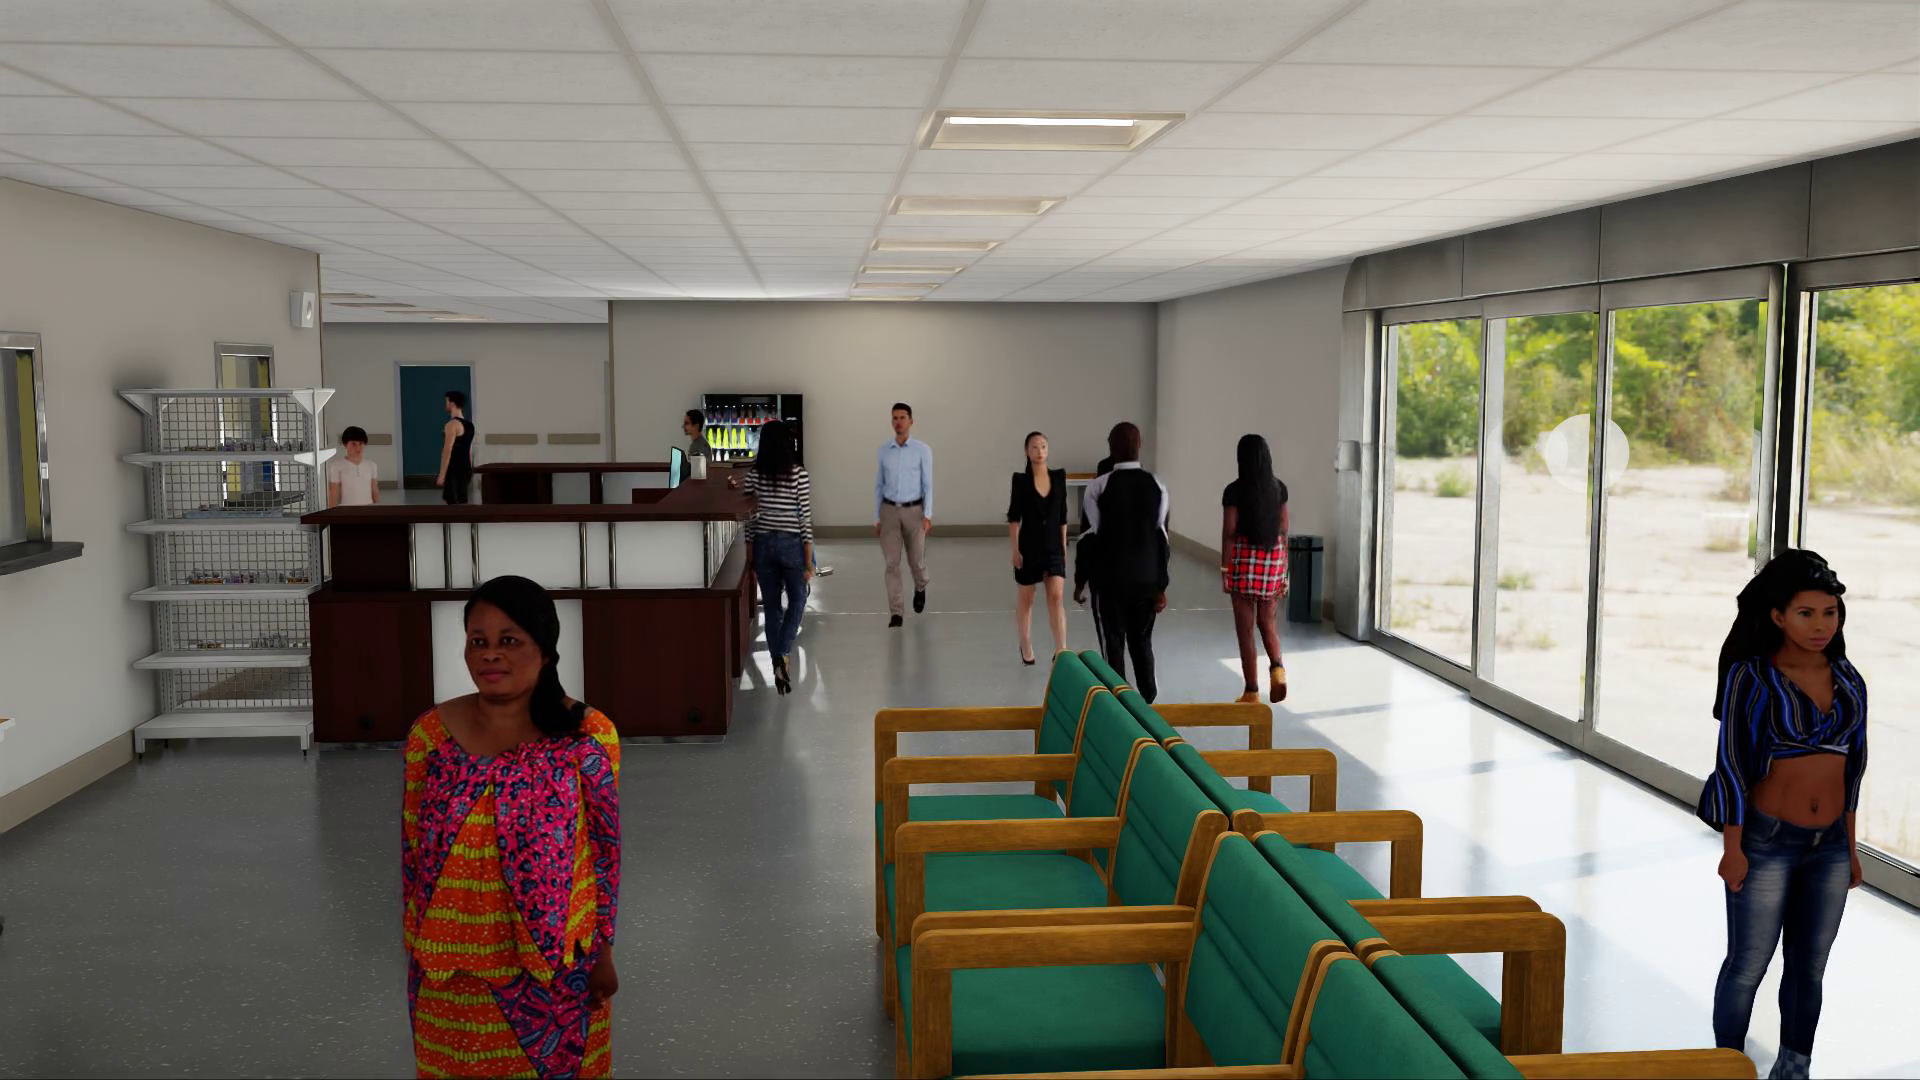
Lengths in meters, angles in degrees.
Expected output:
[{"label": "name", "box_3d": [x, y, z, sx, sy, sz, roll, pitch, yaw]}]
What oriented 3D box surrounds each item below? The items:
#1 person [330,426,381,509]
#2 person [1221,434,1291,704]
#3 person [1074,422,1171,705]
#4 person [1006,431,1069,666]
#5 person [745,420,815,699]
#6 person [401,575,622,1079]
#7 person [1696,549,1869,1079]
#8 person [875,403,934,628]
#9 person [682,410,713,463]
[{"label": "person", "box_3d": [-5.126, -0.131, 14.034, 1.002, 1.634, 0.962, -5, 7, -38]}, {"label": "person", "box_3d": [1.846, 0.223, 10.114, 0.702, 1.714, 0.742, -2, 6, -18]}, {"label": "person", "box_3d": [0.944, 0.245, 9.366, 0.621, 1.820, 0.754, -1, 6, -10]}, {"label": "person", "box_3d": [0.508, 0.111, 11.556, 1.022, 1.649, 0.802, -2, 6, -17]}, {"label": "person", "box_3d": [-1.178, 0.134, 10.649, 0.590, 1.784, 0.715, 1, 6, 5]}, {"label": "person", "box_3d": [-0.985, 0.884, 3.683, 0.570, 1.687, 0.679, 0, 6, -5]}, {"label": "person", "box_3d": [2.254, 0.833, 4.528, 0.481, 1.619, 0.671, -1, 6, -7]}, {"label": "person", "box_3d": [-0.455, -0.206, 13.770, 1.006, 1.836, 0.860, 1, 6, 10]}, {"label": "person", "box_3d": [-2.386, -0.349, 15.876, 1.211, 1.698, 0.791, -1, 6, -12]}]
